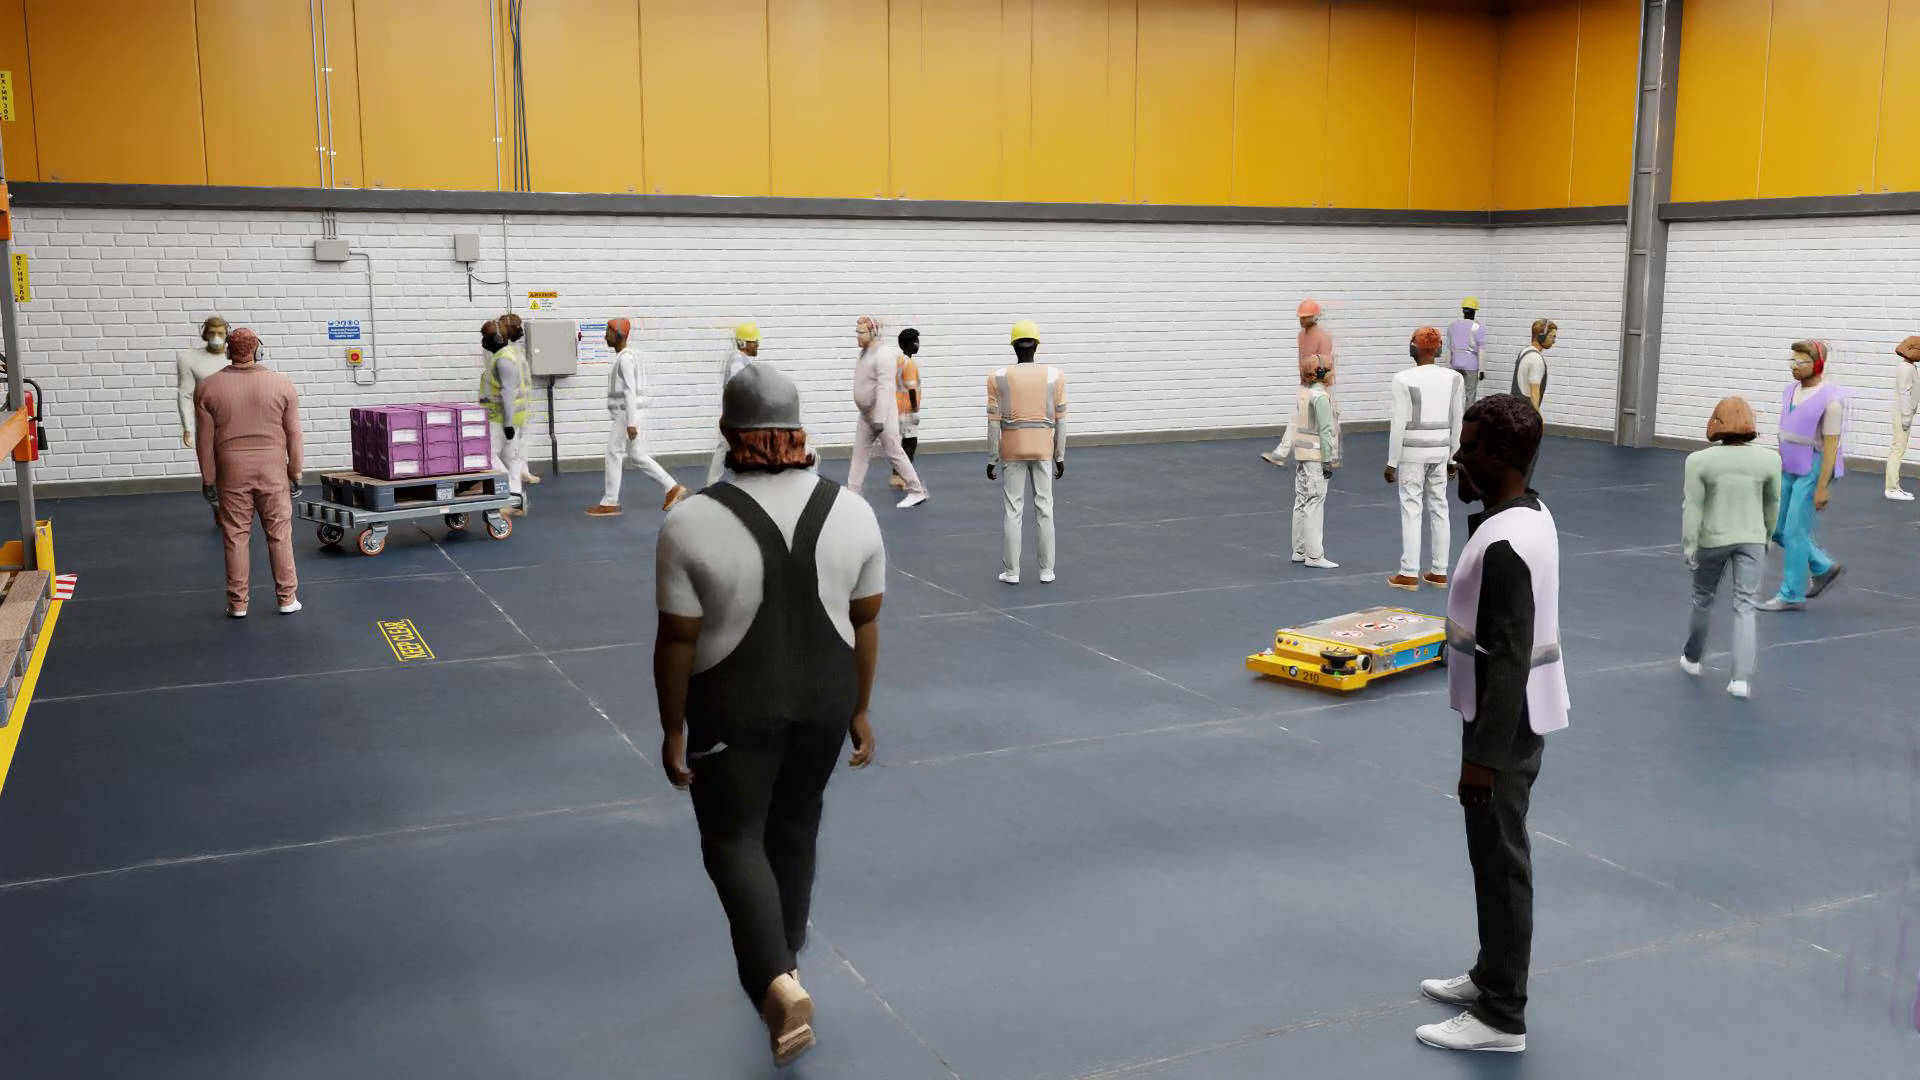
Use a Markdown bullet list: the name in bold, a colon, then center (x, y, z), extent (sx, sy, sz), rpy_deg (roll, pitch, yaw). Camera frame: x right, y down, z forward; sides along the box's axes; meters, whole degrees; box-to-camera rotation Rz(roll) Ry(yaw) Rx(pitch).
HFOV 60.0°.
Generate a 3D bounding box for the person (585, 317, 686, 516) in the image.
- **person**: center (-3.031, -1.144, 15.480), extent (0.877, 1.861, 0.587), rpy_deg (-2, 9, -10)

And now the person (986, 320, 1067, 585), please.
- **person**: center (0.476, -0.627, 12.055), extent (0.585, 1.917, 0.380), rpy_deg (-1, 9, -6)

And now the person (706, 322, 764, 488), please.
- **person**: center (-2.128, -1.275, 16.537), extent (0.948, 1.771, 0.575), rpy_deg (-2, 9, -12)

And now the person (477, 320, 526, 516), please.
- **person**: center (-4.221, -1.101, 15.295), extent (0.460, 1.825, 0.633), rpy_deg (-2, 9, -13)

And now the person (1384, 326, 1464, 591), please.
- **person**: center (3.302, -0.579, 11.861), extent (0.585, 1.882, 0.337), rpy_deg (-3, 10, -18)

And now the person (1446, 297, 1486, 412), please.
- **person**: center (7.063, -2.427, 23.211), extent (0.382, 1.919, 0.592), rpy_deg (-8, 12, -41)

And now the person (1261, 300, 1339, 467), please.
- **person**: center (3.965, -1.764, 19.034), extent (1.059, 1.932, 0.642), rpy_deg (-4, 10, -24)

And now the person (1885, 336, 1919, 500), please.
- **person**: center (9.450, -1.222, 16.626), extent (0.289, 1.633, 0.497), rpy_deg (5, 10, 28)

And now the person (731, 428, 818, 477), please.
- **person**: center (-0.950, 0.008, 8.772), extent (0.495, 1.708, 0.853), rpy_deg (-6, 11, -34)

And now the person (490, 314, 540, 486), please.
- **person**: center (-4.653, -1.459, 17.491), extent (0.638, 1.823, 0.659), rpy_deg (-3, 10, -18)

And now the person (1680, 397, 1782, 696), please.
- **person**: center (4.180, 0.018, 9.052), extent (0.504, 1.594, 0.796), rpy_deg (3, 10, 17)

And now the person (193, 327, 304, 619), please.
- **person**: center (-4.639, -0.437, 10.910), extent (0.649, 1.907, 0.409), rpy_deg (-4, 10, -23)

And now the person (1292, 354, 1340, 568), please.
- **person**: center (2.727, -0.607, 12.788), extent (0.310, 1.642, 0.514), rpy_deg (-2, 9, -10)

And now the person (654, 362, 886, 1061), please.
- **person**: center (-0.548, 0.469, 4.876), extent (0.688, 2.000, 0.855), rpy_deg (-5, 10, -26)

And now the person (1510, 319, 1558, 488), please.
- **person**: center (5.369, -1.177, 15.757), extent (0.464, 1.821, 0.597), rpy_deg (1, 9, 7)

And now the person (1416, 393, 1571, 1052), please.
- **person**: center (1.570, 0.534, 4.848), extent (0.392, 1.920, 0.587), rpy_deg (3, 10, 20)

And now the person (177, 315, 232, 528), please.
- **person**: center (-6.371, -0.985, 14.333), extent (0.631, 1.912, 0.867), rpy_deg (-4, 10, -21)

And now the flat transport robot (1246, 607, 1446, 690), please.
- **flat transport robot**: center (2.350, 0.600, 9.537), extent (1.431, 0.197, 0.652), rpy_deg (-8, 12, -41)

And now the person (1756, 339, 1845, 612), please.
- **person**: center (5.631, -0.414, 11.018), extent (0.518, 1.825, 0.600), rpy_deg (0, 9, -2)

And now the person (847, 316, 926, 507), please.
- **person**: center (-0.775, -1.208, 15.904), extent (0.977, 1.856, 0.649), rpy_deg (-4, 10, -25)

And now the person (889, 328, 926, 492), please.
- **person**: center (-0.545, -1.331, 17.115), extent (0.329, 1.691, 0.557), rpy_deg (-3, 10, -16)
